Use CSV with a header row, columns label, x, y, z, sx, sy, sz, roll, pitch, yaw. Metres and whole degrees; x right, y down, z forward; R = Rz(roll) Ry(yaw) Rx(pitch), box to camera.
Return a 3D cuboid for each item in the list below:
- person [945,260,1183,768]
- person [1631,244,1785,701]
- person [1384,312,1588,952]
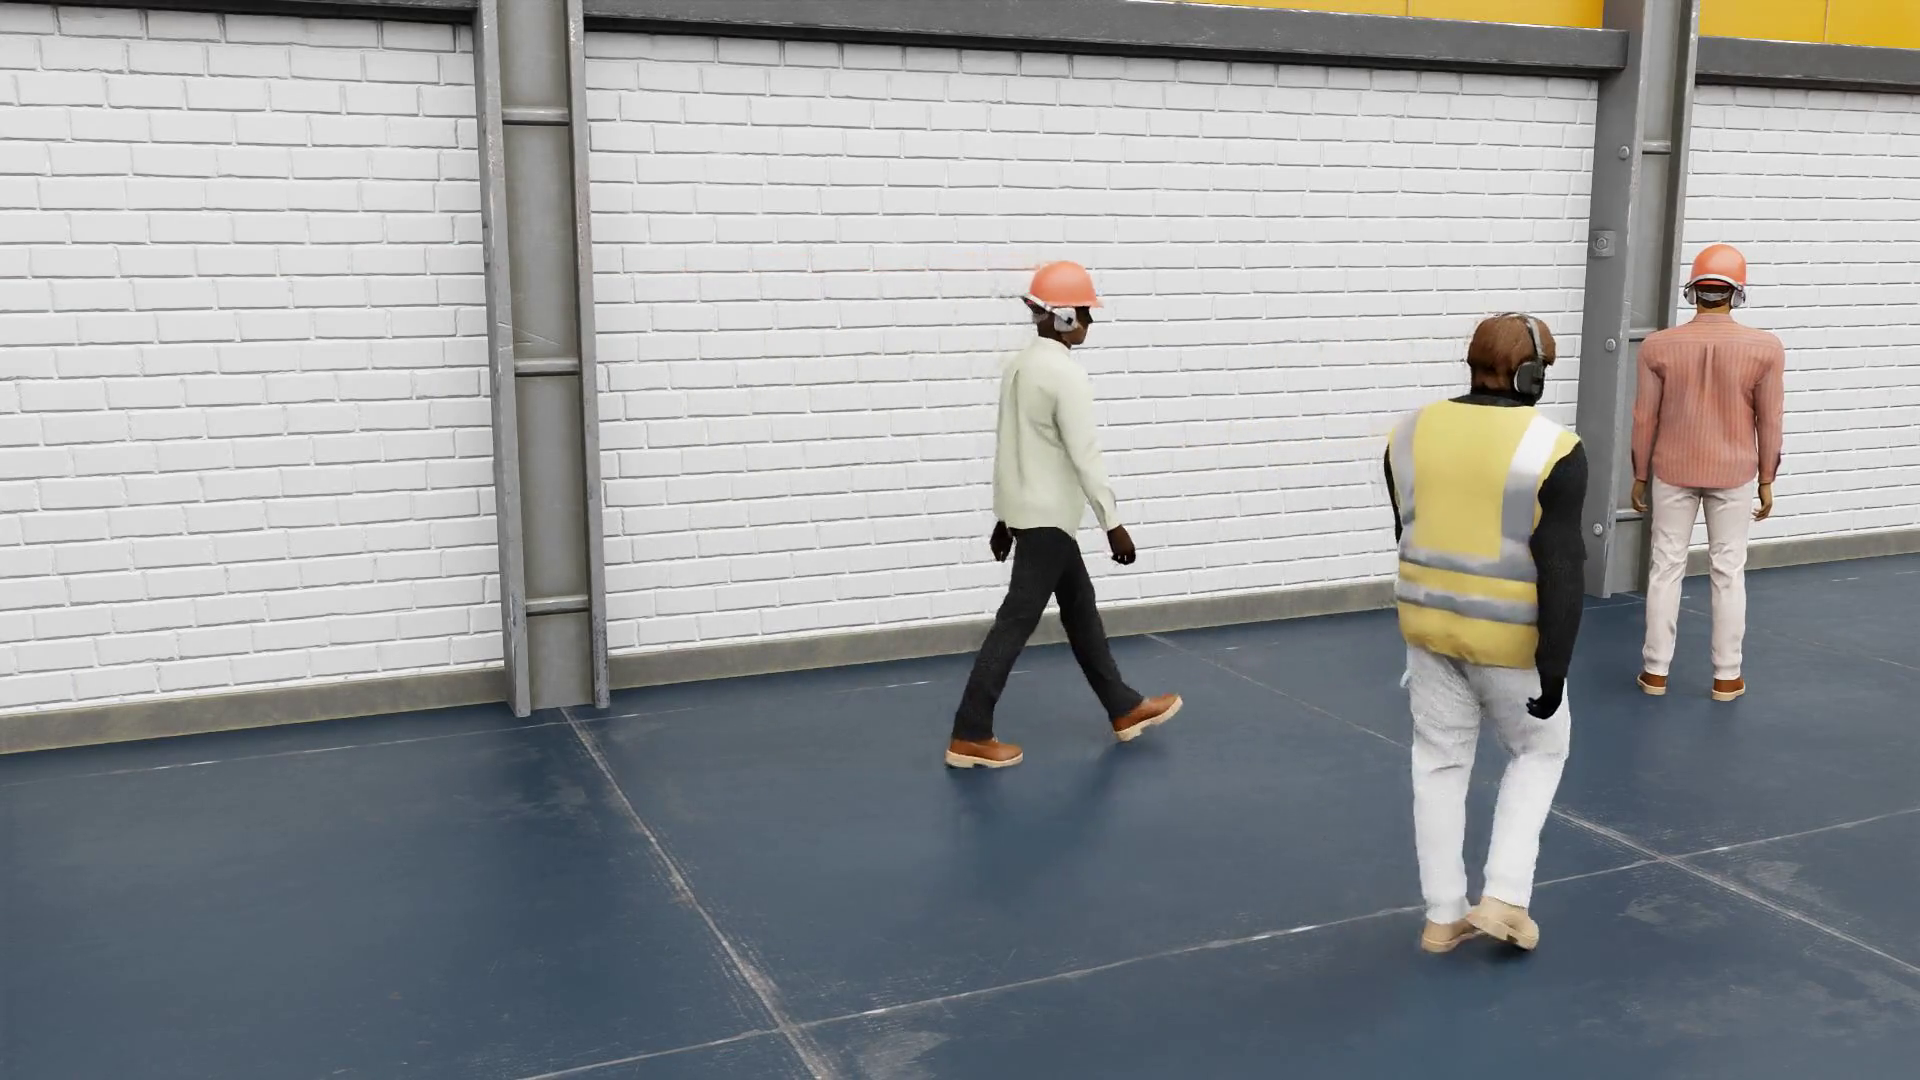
label,x,y,z,sx,sy,sz,roll,pitch,yaw
person,0.393,-0.095,6.420,1.065,1.934,0.614,-3,11,-17
person,3.266,-0.287,7.310,0.608,1.995,0.377,5,11,24
person,1.480,0.277,4.696,0.623,1.822,0.465,10,14,43
